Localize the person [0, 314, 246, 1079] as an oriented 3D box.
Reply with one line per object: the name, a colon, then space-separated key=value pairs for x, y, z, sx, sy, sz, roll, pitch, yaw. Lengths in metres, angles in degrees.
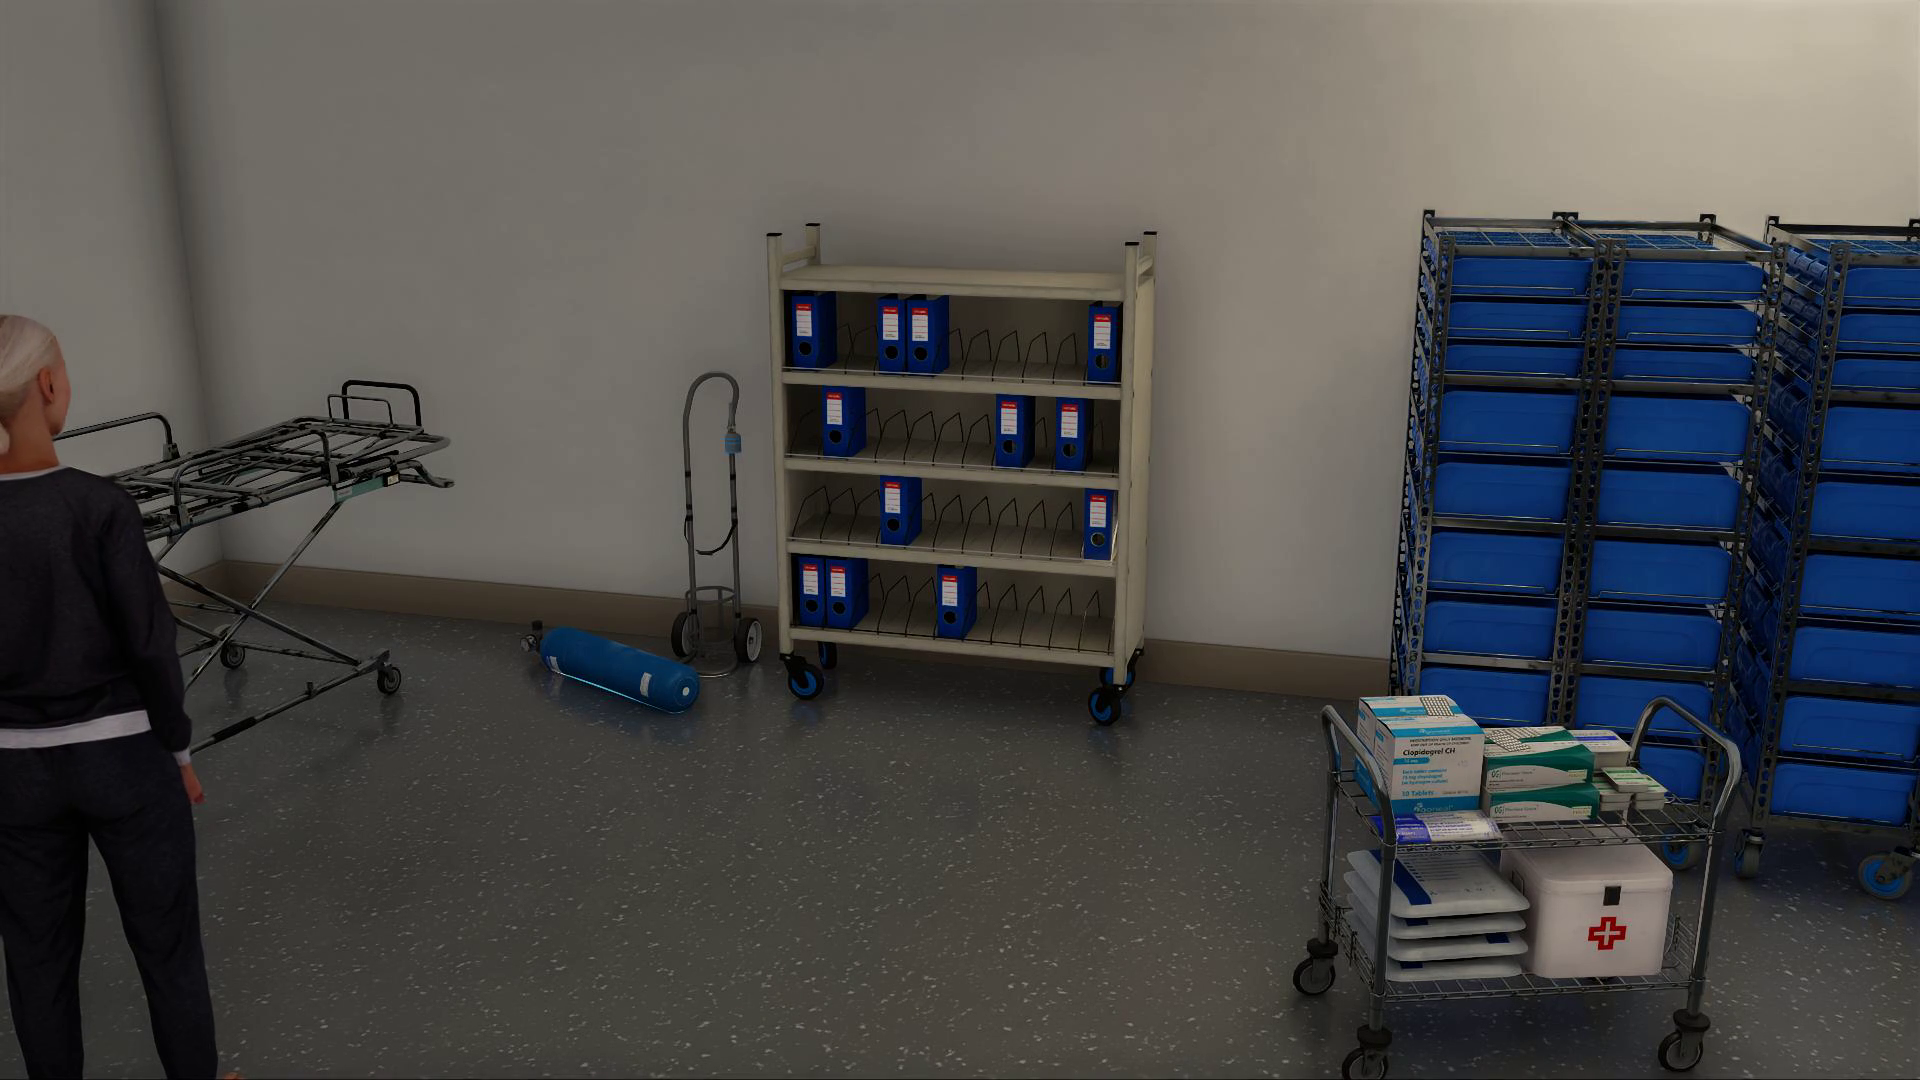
person: x=-1.739 y=0.415 z=3.265 sx=0.678 sy=1.727 sz=0.664 roll=-3 pitch=16 yaw=-9
